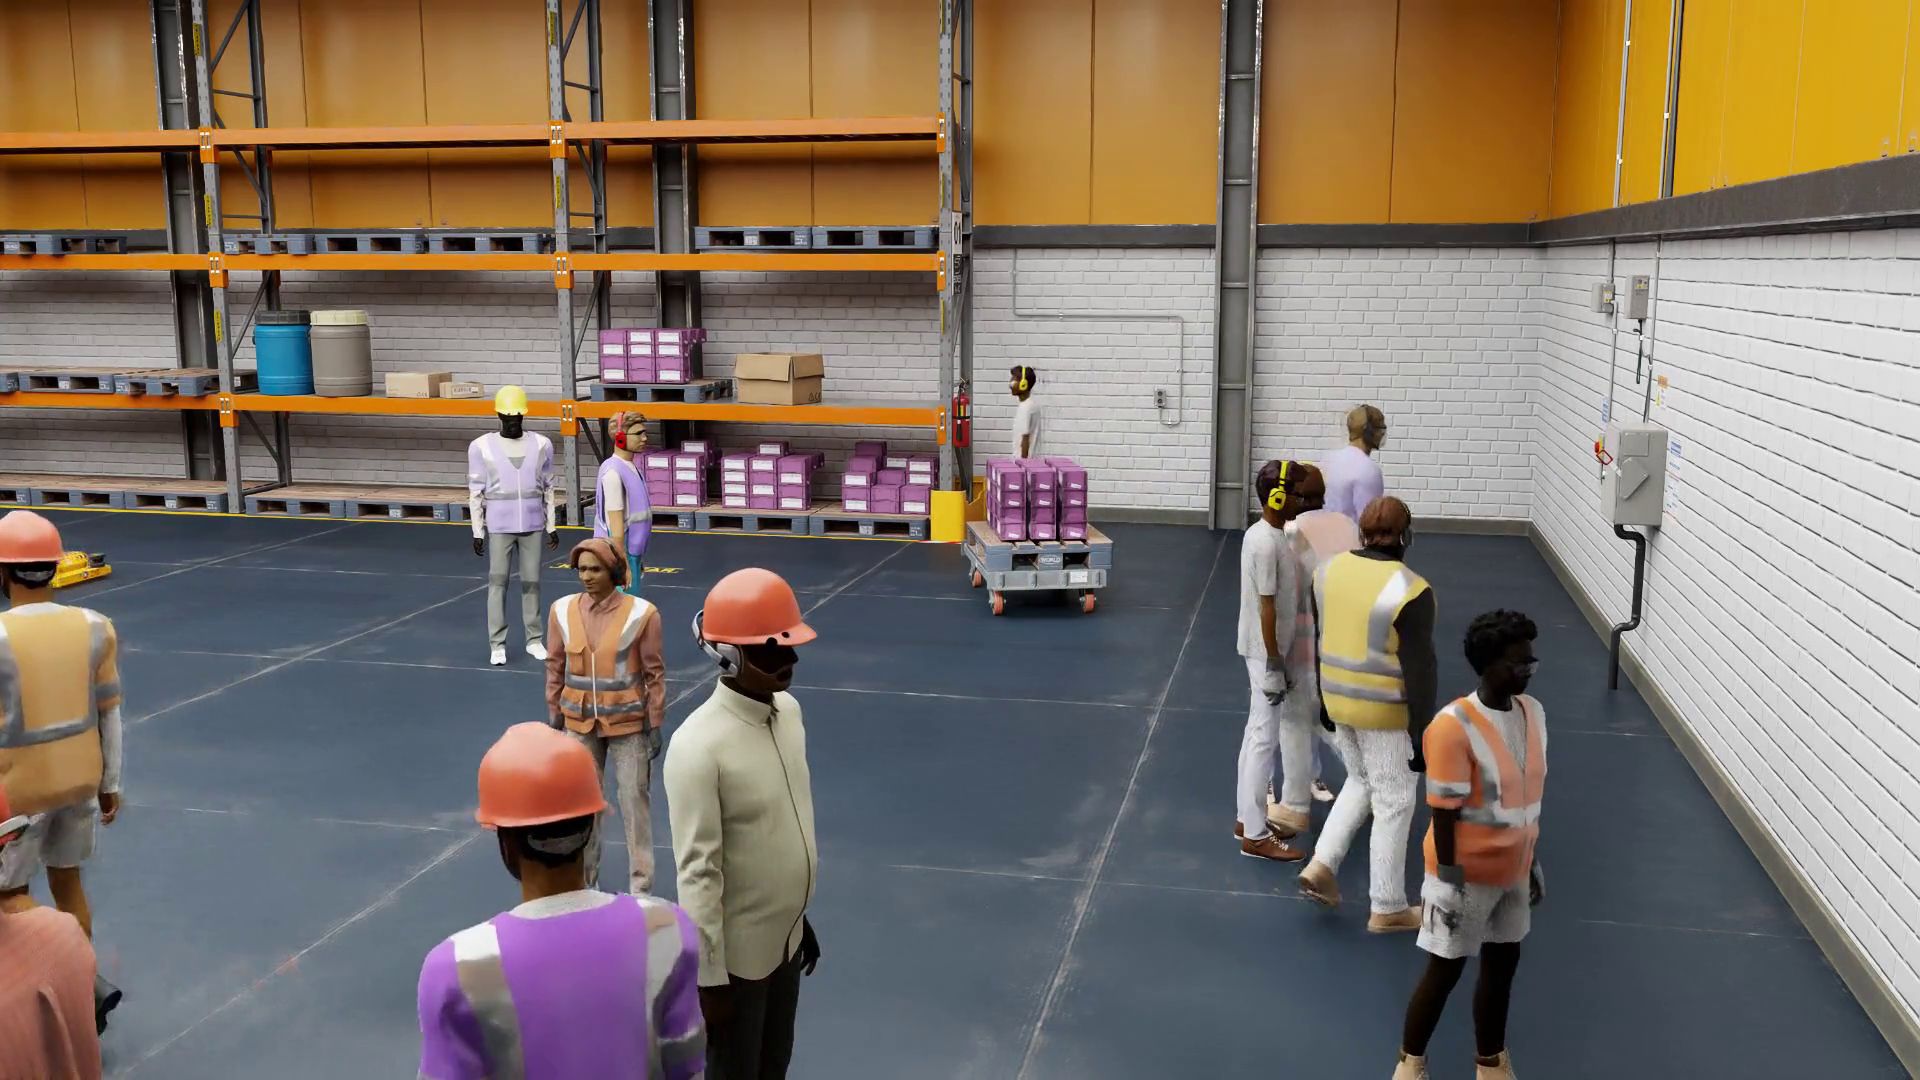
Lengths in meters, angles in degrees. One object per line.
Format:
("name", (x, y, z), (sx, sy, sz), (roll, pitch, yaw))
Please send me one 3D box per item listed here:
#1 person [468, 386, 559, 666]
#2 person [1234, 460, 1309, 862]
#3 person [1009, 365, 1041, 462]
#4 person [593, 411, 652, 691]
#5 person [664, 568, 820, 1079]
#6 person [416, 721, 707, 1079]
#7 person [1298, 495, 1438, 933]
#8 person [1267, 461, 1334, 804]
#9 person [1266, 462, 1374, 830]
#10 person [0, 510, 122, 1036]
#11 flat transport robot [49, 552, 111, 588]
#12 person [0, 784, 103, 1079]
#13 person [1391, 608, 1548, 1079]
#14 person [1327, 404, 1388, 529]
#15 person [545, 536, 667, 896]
("person", (-3.058, -0.102, 11.453), (0.595, 1.923, 0.381), (-6, 11, -30))
("person", (1.460, 0.555, 7.762), (0.329, 1.859, 0.507), (1, 10, 5))
("person", (0.648, -0.652, 14.948), (0.828, 1.847, 0.526), (1, 10, 3))
("person", (-2.098, 0.114, 10.400), (0.382, 1.848, 0.563), (-1, 10, -4))
("person", (-0.544, 1.054, 4.401), (0.382, 1.995, 0.612), (3, 10, 17))
("person", (-0.696, 1.315, 3.133), (0.560, 1.907, 0.784), (-6, 11, -32))
("person", (1.716, 0.722, 6.885), (0.452, 1.822, 0.666), (-6, 11, -30))
("person", (1.730, 0.476, 8.491), (0.525, 1.772, 0.309), (-2, 10, -11))
("person", (1.750, 0.541, 7.988), (0.634, 1.816, 0.615), (-7, 12, -35))
("person", (-3.161, 0.856, 5.799), (0.604, 1.917, 0.556), (6, 11, 32))
("flat transport robot", (-8.188, 0.233, 14.355), (1.431, 0.197, 0.652), (2, 10, 10))
("person", (-1.649, 1.317, 2.911), (0.501, 1.981, 0.624), (0, 10, 2))
("person", (1.683, 1.046, 5.355), (0.540, 1.700, 0.324), (-7, 12, -34))
("person", (2.347, 0.110, 10.275), (0.903, 1.910, 0.634), (0, 10, 2))
("person", (-1.491, 0.790, 7.015), (0.523, 1.638, 0.310), (2, 10, 10))
